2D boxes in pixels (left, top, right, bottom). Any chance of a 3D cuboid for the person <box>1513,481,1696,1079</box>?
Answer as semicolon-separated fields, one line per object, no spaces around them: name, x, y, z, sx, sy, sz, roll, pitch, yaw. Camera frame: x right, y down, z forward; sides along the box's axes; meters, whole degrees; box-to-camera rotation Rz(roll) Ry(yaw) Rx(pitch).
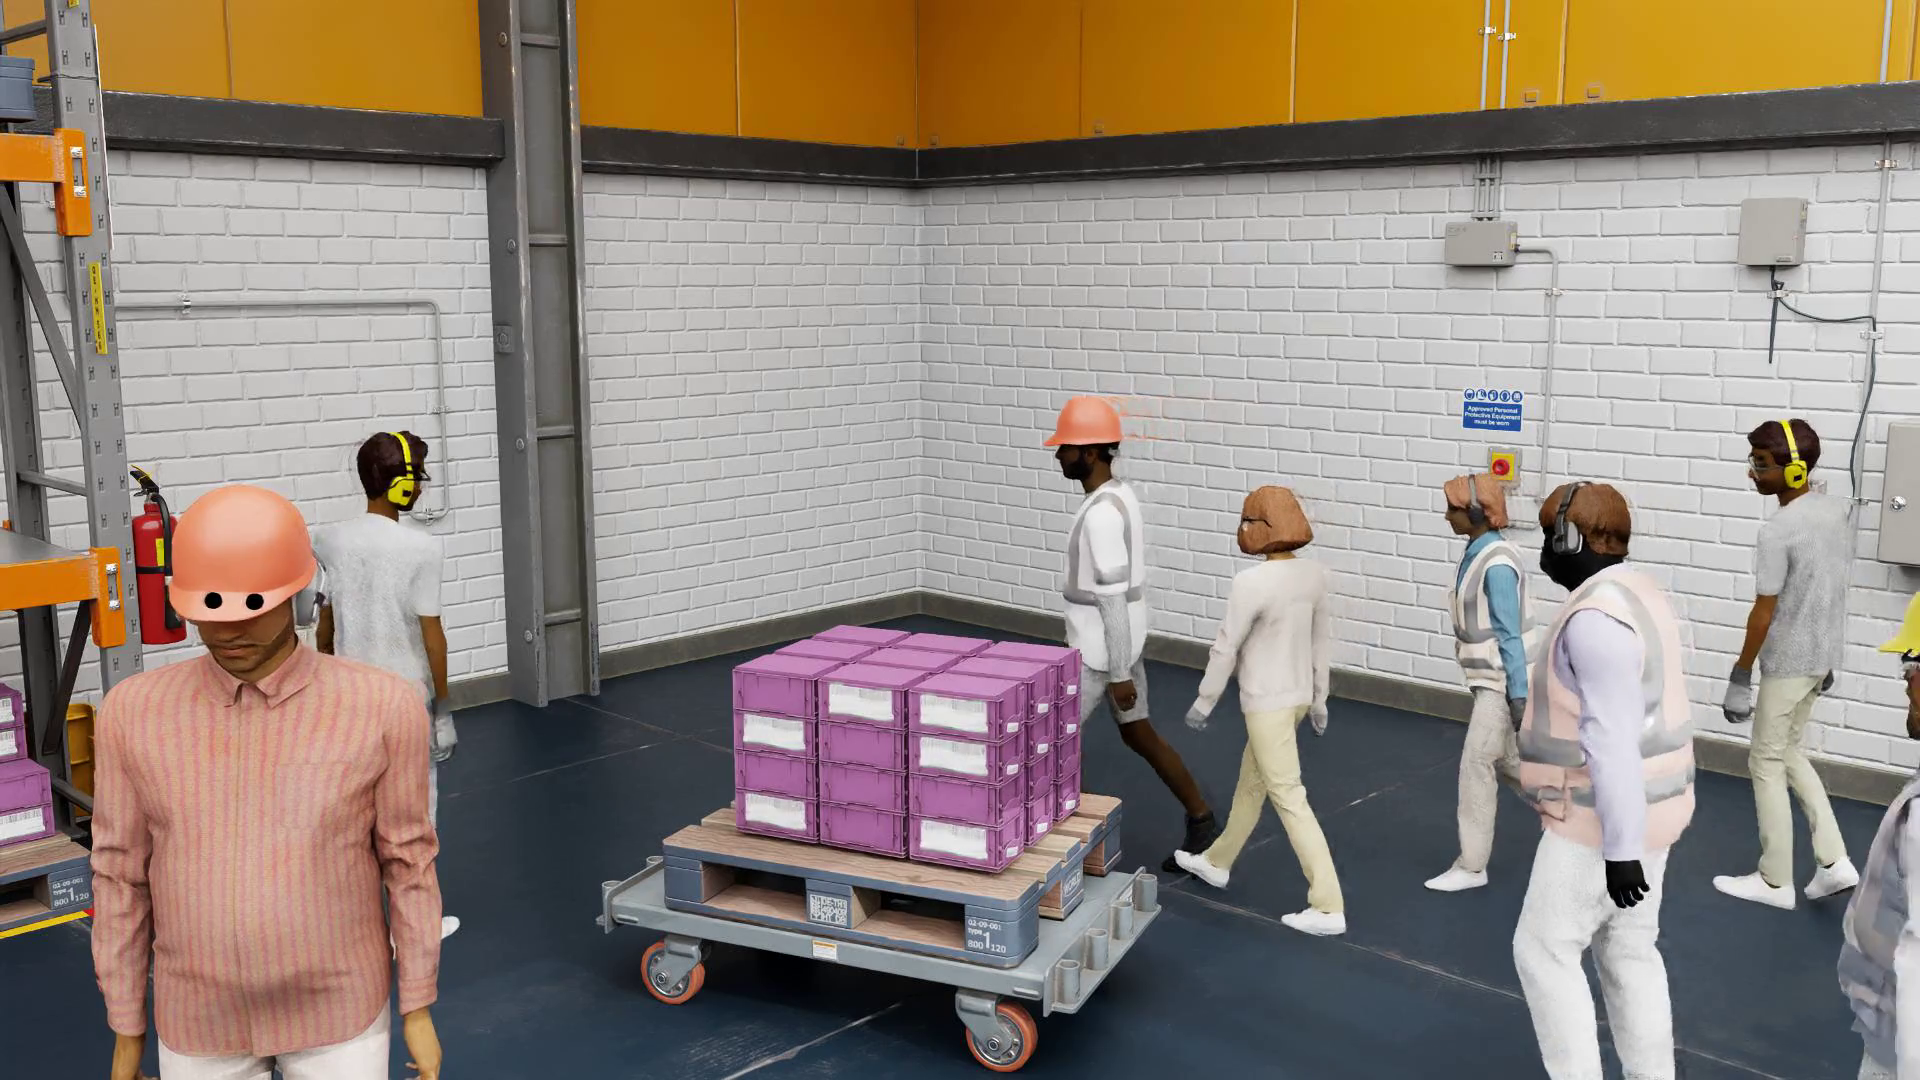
person;1.739;0.754;4.447;0.527;1.798;0.655;6;11;32

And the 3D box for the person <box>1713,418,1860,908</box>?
person;3.032;0.469;6.036;0.577;1.841;0.484;-7;11;-35

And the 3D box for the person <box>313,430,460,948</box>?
person;-1.954;0.556;5.538;0.523;1.841;0.677;3;10;16

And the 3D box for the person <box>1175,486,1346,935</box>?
person;1.108;0.595;6.055;0.839;1.586;0.502;8;12;41

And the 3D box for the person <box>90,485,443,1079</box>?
person;-1.278;0.878;3.100;0.611;1.985;0.393;-2;9;-12

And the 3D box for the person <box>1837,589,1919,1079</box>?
person;1.960;0.958;3.153;0.625;1.811;0.634;-7;12;-37

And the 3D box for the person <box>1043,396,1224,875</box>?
person;0.608;0.393;6.392;0.974;1.900;0.544;2;10;14

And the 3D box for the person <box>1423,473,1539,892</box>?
person;2.139;0.541;6.319;0.668;1.611;0.549;1;9;3
